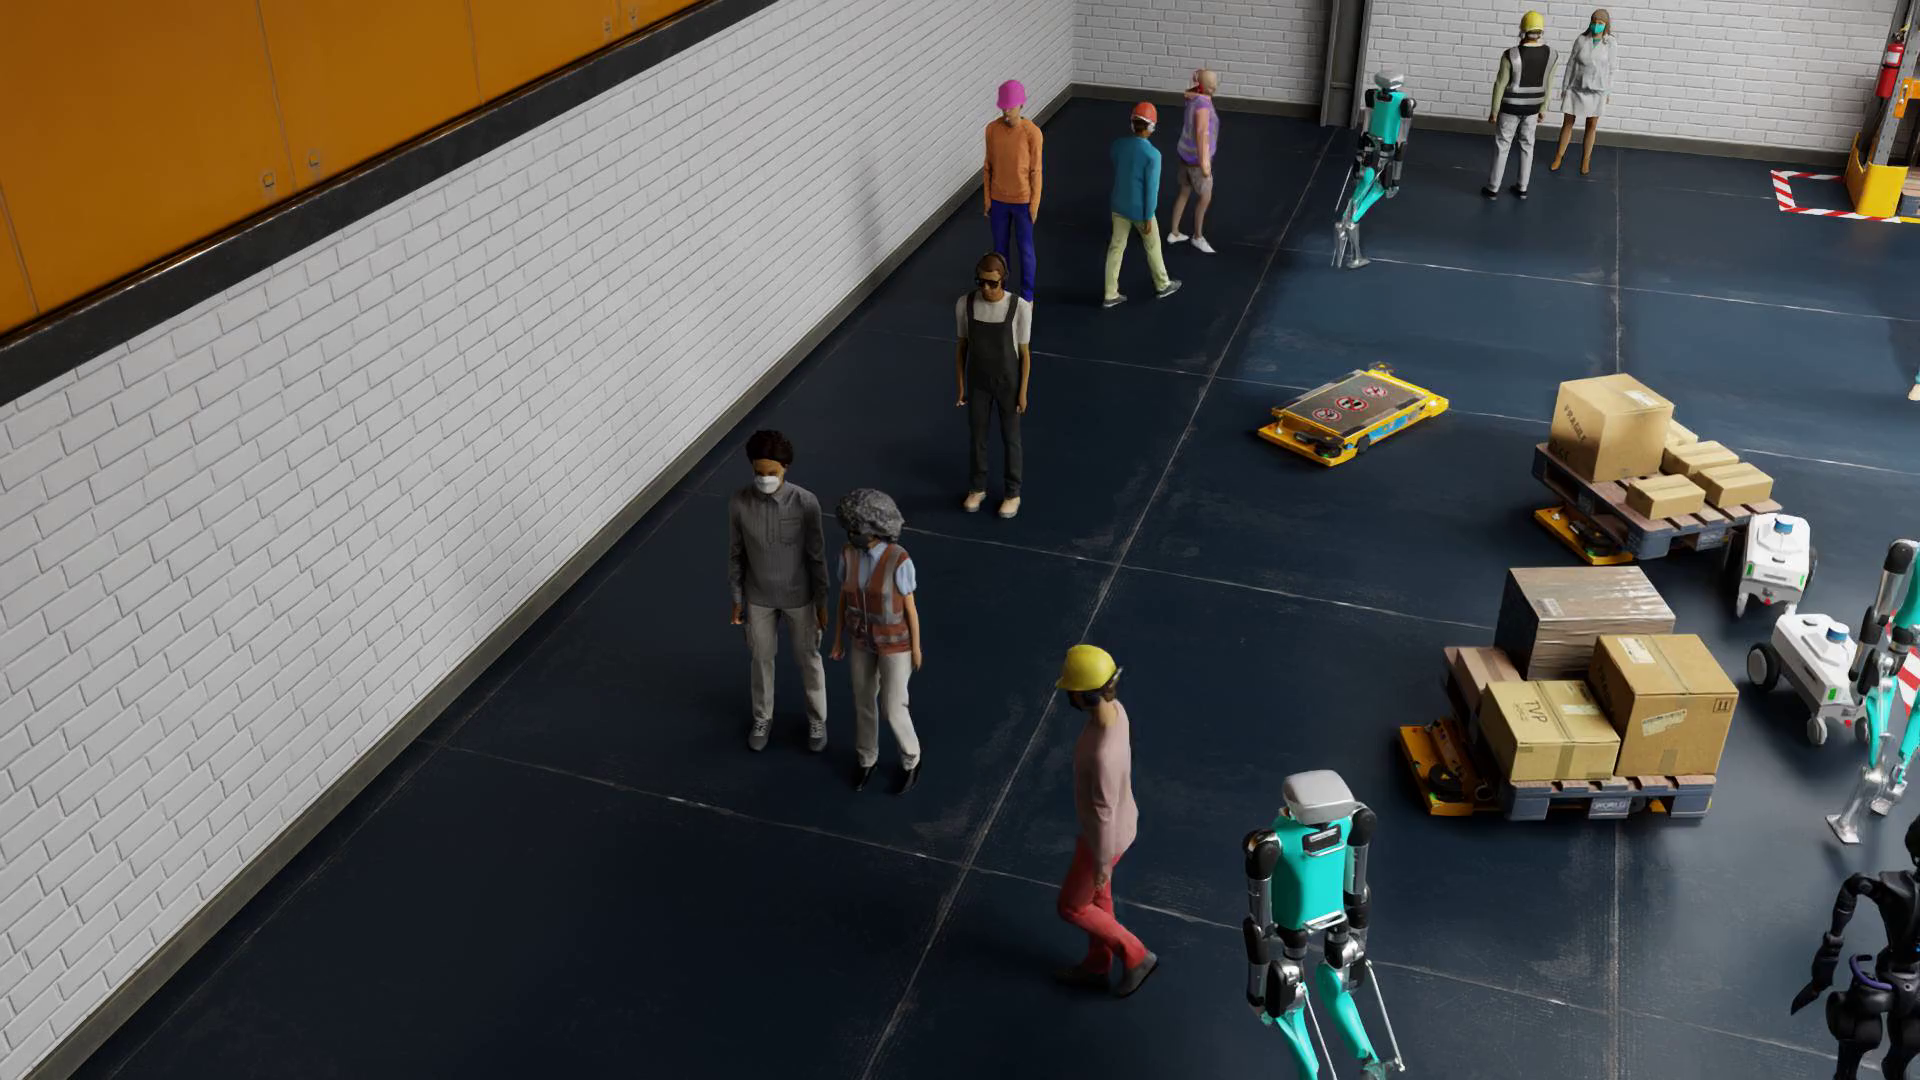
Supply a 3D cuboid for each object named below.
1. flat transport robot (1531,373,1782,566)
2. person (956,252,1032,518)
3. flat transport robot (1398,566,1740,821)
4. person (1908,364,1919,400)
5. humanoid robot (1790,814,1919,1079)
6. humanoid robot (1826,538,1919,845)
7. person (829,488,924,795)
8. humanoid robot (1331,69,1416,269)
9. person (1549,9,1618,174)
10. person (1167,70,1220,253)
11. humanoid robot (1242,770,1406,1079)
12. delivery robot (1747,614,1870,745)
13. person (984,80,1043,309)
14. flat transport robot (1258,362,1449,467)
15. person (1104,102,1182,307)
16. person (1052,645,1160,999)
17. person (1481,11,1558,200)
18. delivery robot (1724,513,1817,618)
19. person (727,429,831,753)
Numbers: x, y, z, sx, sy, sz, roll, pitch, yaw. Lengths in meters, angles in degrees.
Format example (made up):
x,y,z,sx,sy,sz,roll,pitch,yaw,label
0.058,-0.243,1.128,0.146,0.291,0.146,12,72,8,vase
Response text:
x,y,z,sx,sy,sz,roll,pitch,yaw,label
4.574,-0.157,10.892,1.431,0.231,0.659,-9,32,-14,flat transport robot
0.211,-1.007,10.798,0.498,1.838,0.346,8,31,13,person
3.081,1.149,8.670,1.431,0.231,0.659,-1,30,-2,flat transport robot
7.379,-1.818,12.142,0.382,1.865,0.538,-4,31,-7,person
3.507,1.749,6.273,0.593,1.642,0.388,6,31,11,humanoid robot
4.487,0.778,7.864,0.545,1.767,0.897,14,33,23,humanoid robot
-0.409,0.516,8.345,0.478,1.676,0.374,18,35,28,person
3.522,-3.123,14.601,0.706,1.903,0.544,-18,35,-28,humanoid robot
6.423,-4.591,17.059,0.497,1.657,0.337,13,33,21,person
2.134,-3.459,15.135,0.375,1.671,0.554,-4,31,-6,person
1.375,1.711,6.199,0.542,1.725,0.705,-13,33,-20,humanoid robot
4.736,0.715,9.114,0.499,0.581,0.768,-1,30,-1,delivery robot
0.426,-2.823,13.752,0.509,1.976,0.406,13,33,21,person
2.902,-0.930,12.208,1.431,0.231,0.659,-24,38,-35,flat transport robot
1.539,-2.839,14.031,0.820,1.706,0.562,-26,39,-36,person
0.596,1.225,7.078,0.425,1.735,0.554,3,31,6,person
5.486,-4.253,16.333,0.589,1.824,0.404,-4,31,-7,person
4.963,0.126,10.148,0.499,0.614,0.791,13,33,21,delivery robot
-0.924,0.264,8.583,0.536,1.889,0.389,3,31,6,person
